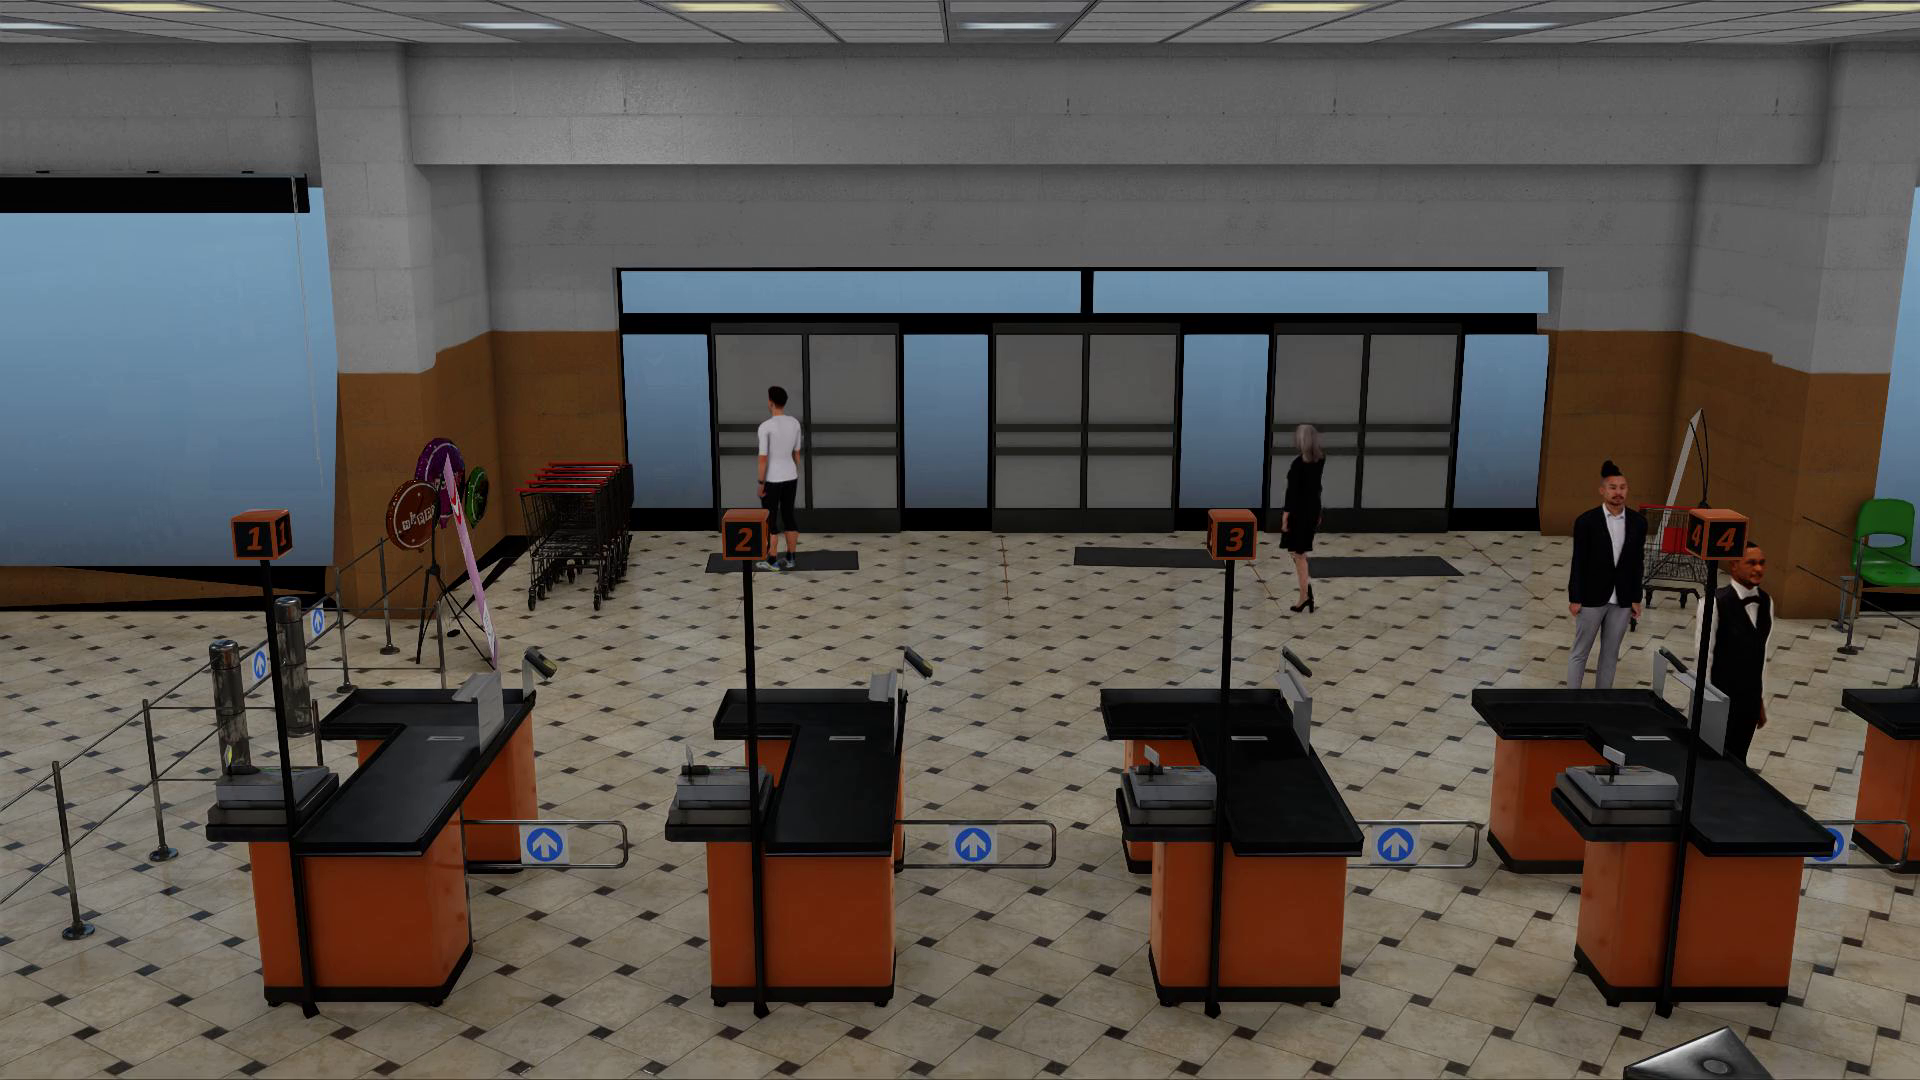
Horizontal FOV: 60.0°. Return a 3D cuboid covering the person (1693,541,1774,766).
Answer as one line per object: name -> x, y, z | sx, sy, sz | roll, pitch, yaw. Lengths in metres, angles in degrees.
person -> 4.621, 0.935, 10.015 | 0.754, 1.919, 0.701 | -4, 14, -18

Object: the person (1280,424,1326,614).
person -> 3.163, -0.173, 14.975 | 0.819, 1.735, 0.759 | 13, 19, 43

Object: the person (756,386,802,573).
person -> -1.771, -0.611, 16.534 | 0.771, 1.851, 0.812 | -11, 18, -39

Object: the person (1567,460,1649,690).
person -> 4.744, 0.376, 12.258 | 0.689, 1.949, 0.567 | 0, 14, 0
